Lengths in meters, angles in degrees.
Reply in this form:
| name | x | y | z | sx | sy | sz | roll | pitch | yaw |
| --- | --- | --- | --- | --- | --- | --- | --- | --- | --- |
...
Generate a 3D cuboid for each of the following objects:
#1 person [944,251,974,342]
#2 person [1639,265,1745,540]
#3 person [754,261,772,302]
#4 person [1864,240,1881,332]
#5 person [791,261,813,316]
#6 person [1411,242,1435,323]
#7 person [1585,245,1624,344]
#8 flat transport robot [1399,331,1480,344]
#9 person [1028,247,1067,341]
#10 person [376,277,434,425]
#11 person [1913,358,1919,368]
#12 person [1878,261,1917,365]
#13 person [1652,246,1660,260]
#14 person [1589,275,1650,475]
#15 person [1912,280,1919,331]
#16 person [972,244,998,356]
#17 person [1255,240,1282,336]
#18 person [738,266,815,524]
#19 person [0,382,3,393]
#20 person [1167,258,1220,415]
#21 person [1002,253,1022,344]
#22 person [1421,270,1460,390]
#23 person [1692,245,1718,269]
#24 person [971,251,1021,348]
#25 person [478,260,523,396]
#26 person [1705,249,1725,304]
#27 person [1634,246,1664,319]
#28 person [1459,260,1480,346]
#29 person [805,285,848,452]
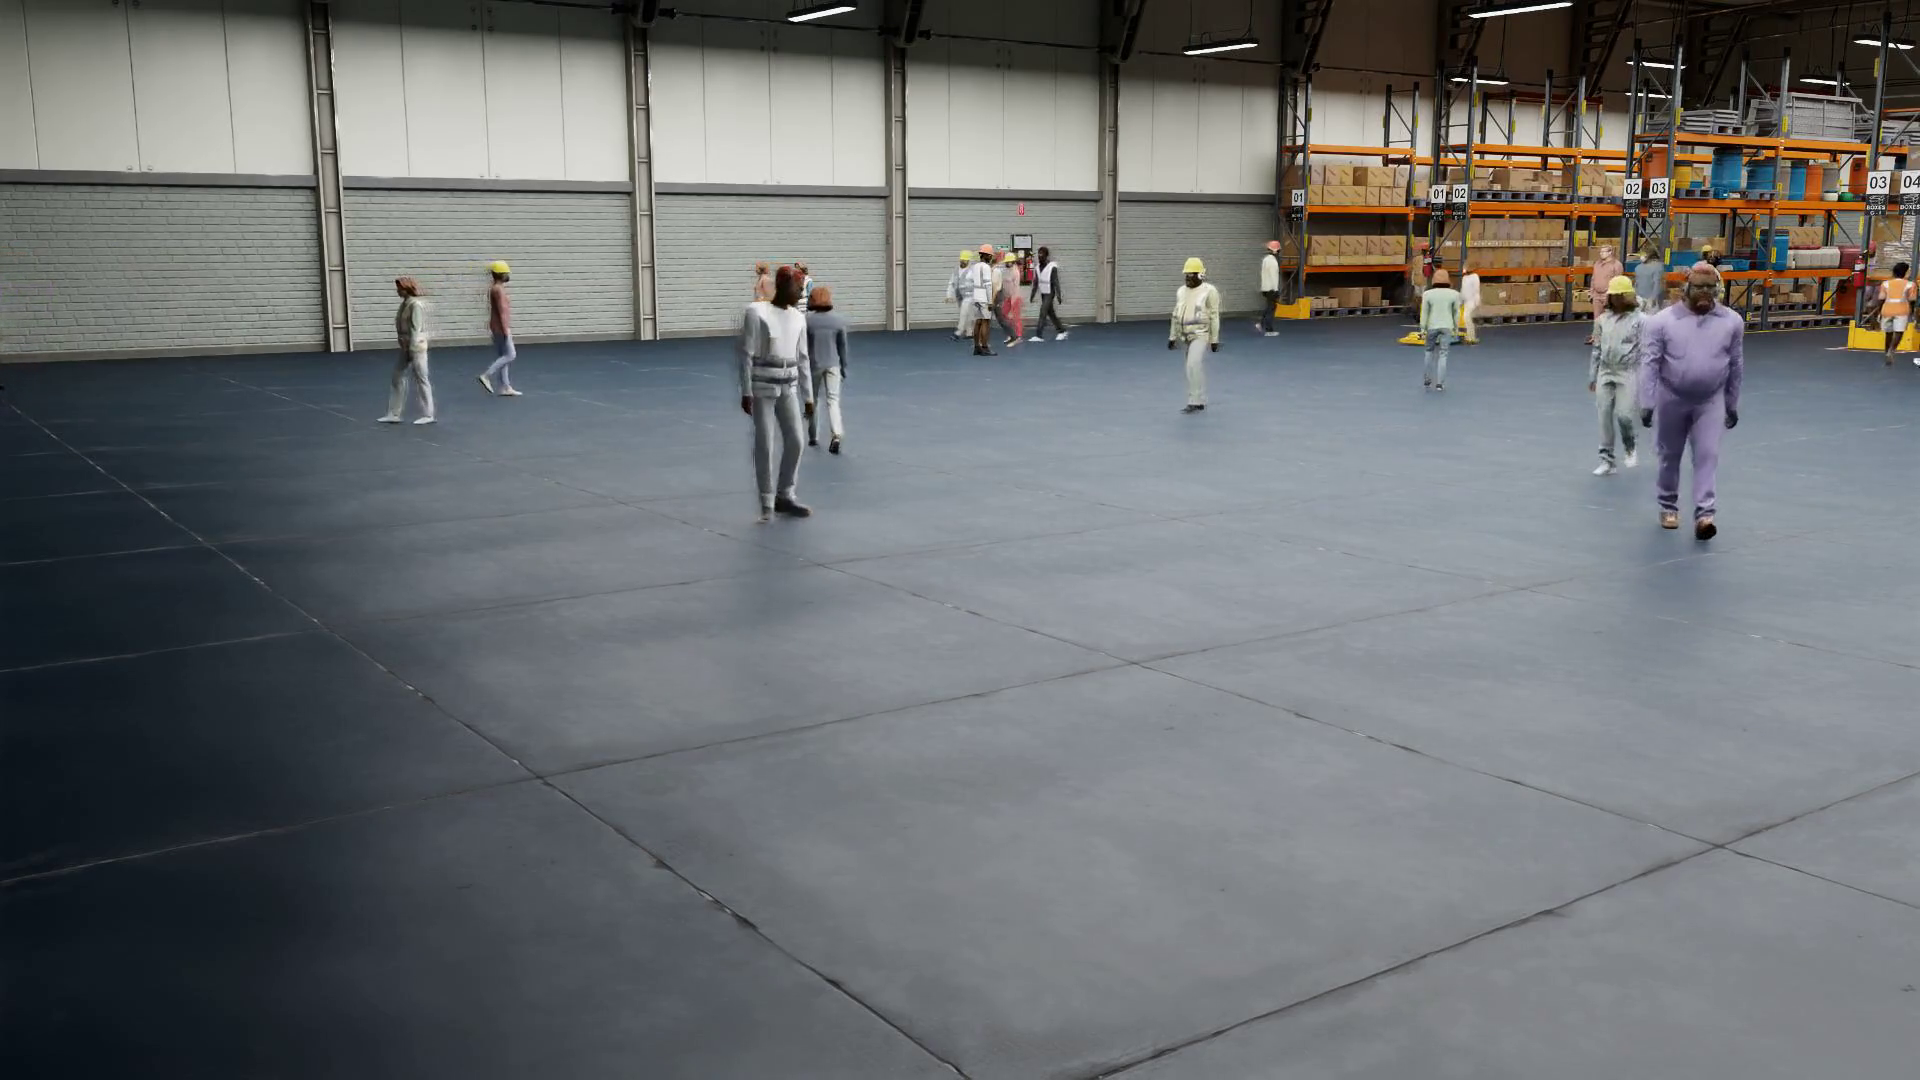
| name | x | y | z | sx | sy | sz | roll | pitch | yaw |
| --- | --- | --- | --- | --- | --- | --- | --- | --- | --- |
| person | 0.012 | -4.779 | 32.663 | 0.612 | 1.771 | 0.939 | 9 | 14 | 40 |
| person | 5.022 | -0.944 | 11.429 | 0.673 | 1.851 | 0.981 | 3 | 11 | 15 |
| person | -3.386 | -3.970 | 28.622 | 0.307 | 1.639 | 0.525 | -3 | 11 | -18 |
| person | 18.279 | -5.010 | 33.365 | 0.521 | 1.990 | 0.734 | 3 | 11 | 18 |
| person | -2.680 | -3.899 | 28.234 | 0.514 | 1.641 | 0.309 | 10 | 14 | 42 |
| person | 11.133 | -6.179 | 39.952 | 0.456 | 1.919 | 0.580 | -9 | 13 | -40 |
| person | 12.262 | -4.657 | 31.656 | 0.399 | 1.909 | 0.642 | -6 | 12 | -31 |
| flat transport robot | 9.225 | -3.895 | 31.966 | 1.431 | 0.197 | 0.652 | -5 | 11 | -26 |
| person | 1.764 | -4.883 | 33.005 | 0.992 | 1.870 | 0.609 | -6 | 12 | -31 |
| person | -6.095 | -2.050 | 18.159 | 0.669 | 1.616 | 0.538 | -9 | 14 | -40 |
| person | 15.065 | -3.494 | 25.372 | 0.613 | 1.872 | 0.996 | 0 | 10 | -1 |
| person | 14.922 | -3.606 | 26.550 | 0.541 | 1.675 | 0.725 | 10 | 14 | 43 |
| person | 15.306 | -5.571 | 36.831 | 0.473 | 1.857 | 0.529 | -9 | 14 | -41 |
| person | 5.693 | -1.419 | 14.388 | 0.417 | 1.726 | 0.499 | -10 | 14 | -43 |
| person | 13.562 | -3.075 | 23.112 | 0.570 | 1.855 | 0.473 | 6 | 12 | 29 |
| person | 0.427 | -4.160 | 28.877 | 0.374 | 1.928 | 0.543 | -5 | 12 | -27 |
| person | 6.473 | -5.220 | 34.532 | 0.426 | 1.980 | 0.655 | -2 | 11 | -10 |
| person | -1.353 | -1.050 | 12.071 | 0.645 | 1.857 | 0.387 | -9 | 14 | -41 |
| person | -12.460 | -2.703 | 20.930 | 0.421 | 1.915 | 0.538 | 4 | 11 | 21 |
| person | 2.660 | -2.357 | 19.311 | 0.691 | 1.807 | 0.591 | -7 | 13 | -35 |
| person | 1.004 | -4.639 | 31.985 | 0.455 | 1.742 | 0.546 | -4 | 11 | -21 |
| person | 6.495 | -2.846 | 22.542 | 0.512 | 1.610 | 0.716 | 3 | 11 | 14 |
| person | 14.987 | -5.009 | 33.604 | 0.638 | 1.892 | 0.608 | -5 | 11 | -25 |
| person | 0.692 | -4.430 | 30.701 | 0.914 | 1.813 | 0.526 | -2 | 11 | -13 |
| person | -5.941 | -2.720 | 21.432 | 0.459 | 1.754 | 0.540 | -4 | 11 | -21 |
| person | 12.852 | -4.045 | 28.481 | 0.429 | 1.842 | 0.634 | 4 | 11 | 23 |
| person | 12.756 | -4.486 | 30.776 | 1.012 | 1.895 | 0.626 | -6 | 12 | -32 |
| person | 9.542 | -4.458 | 31.362 | 0.564 | 1.609 | 0.519 | -3 | 11 | -14 |
| person | -1.316 | -1.646 | 16.017 | 0.505 | 1.605 | 0.840 | -3 | 11 | -14 |
